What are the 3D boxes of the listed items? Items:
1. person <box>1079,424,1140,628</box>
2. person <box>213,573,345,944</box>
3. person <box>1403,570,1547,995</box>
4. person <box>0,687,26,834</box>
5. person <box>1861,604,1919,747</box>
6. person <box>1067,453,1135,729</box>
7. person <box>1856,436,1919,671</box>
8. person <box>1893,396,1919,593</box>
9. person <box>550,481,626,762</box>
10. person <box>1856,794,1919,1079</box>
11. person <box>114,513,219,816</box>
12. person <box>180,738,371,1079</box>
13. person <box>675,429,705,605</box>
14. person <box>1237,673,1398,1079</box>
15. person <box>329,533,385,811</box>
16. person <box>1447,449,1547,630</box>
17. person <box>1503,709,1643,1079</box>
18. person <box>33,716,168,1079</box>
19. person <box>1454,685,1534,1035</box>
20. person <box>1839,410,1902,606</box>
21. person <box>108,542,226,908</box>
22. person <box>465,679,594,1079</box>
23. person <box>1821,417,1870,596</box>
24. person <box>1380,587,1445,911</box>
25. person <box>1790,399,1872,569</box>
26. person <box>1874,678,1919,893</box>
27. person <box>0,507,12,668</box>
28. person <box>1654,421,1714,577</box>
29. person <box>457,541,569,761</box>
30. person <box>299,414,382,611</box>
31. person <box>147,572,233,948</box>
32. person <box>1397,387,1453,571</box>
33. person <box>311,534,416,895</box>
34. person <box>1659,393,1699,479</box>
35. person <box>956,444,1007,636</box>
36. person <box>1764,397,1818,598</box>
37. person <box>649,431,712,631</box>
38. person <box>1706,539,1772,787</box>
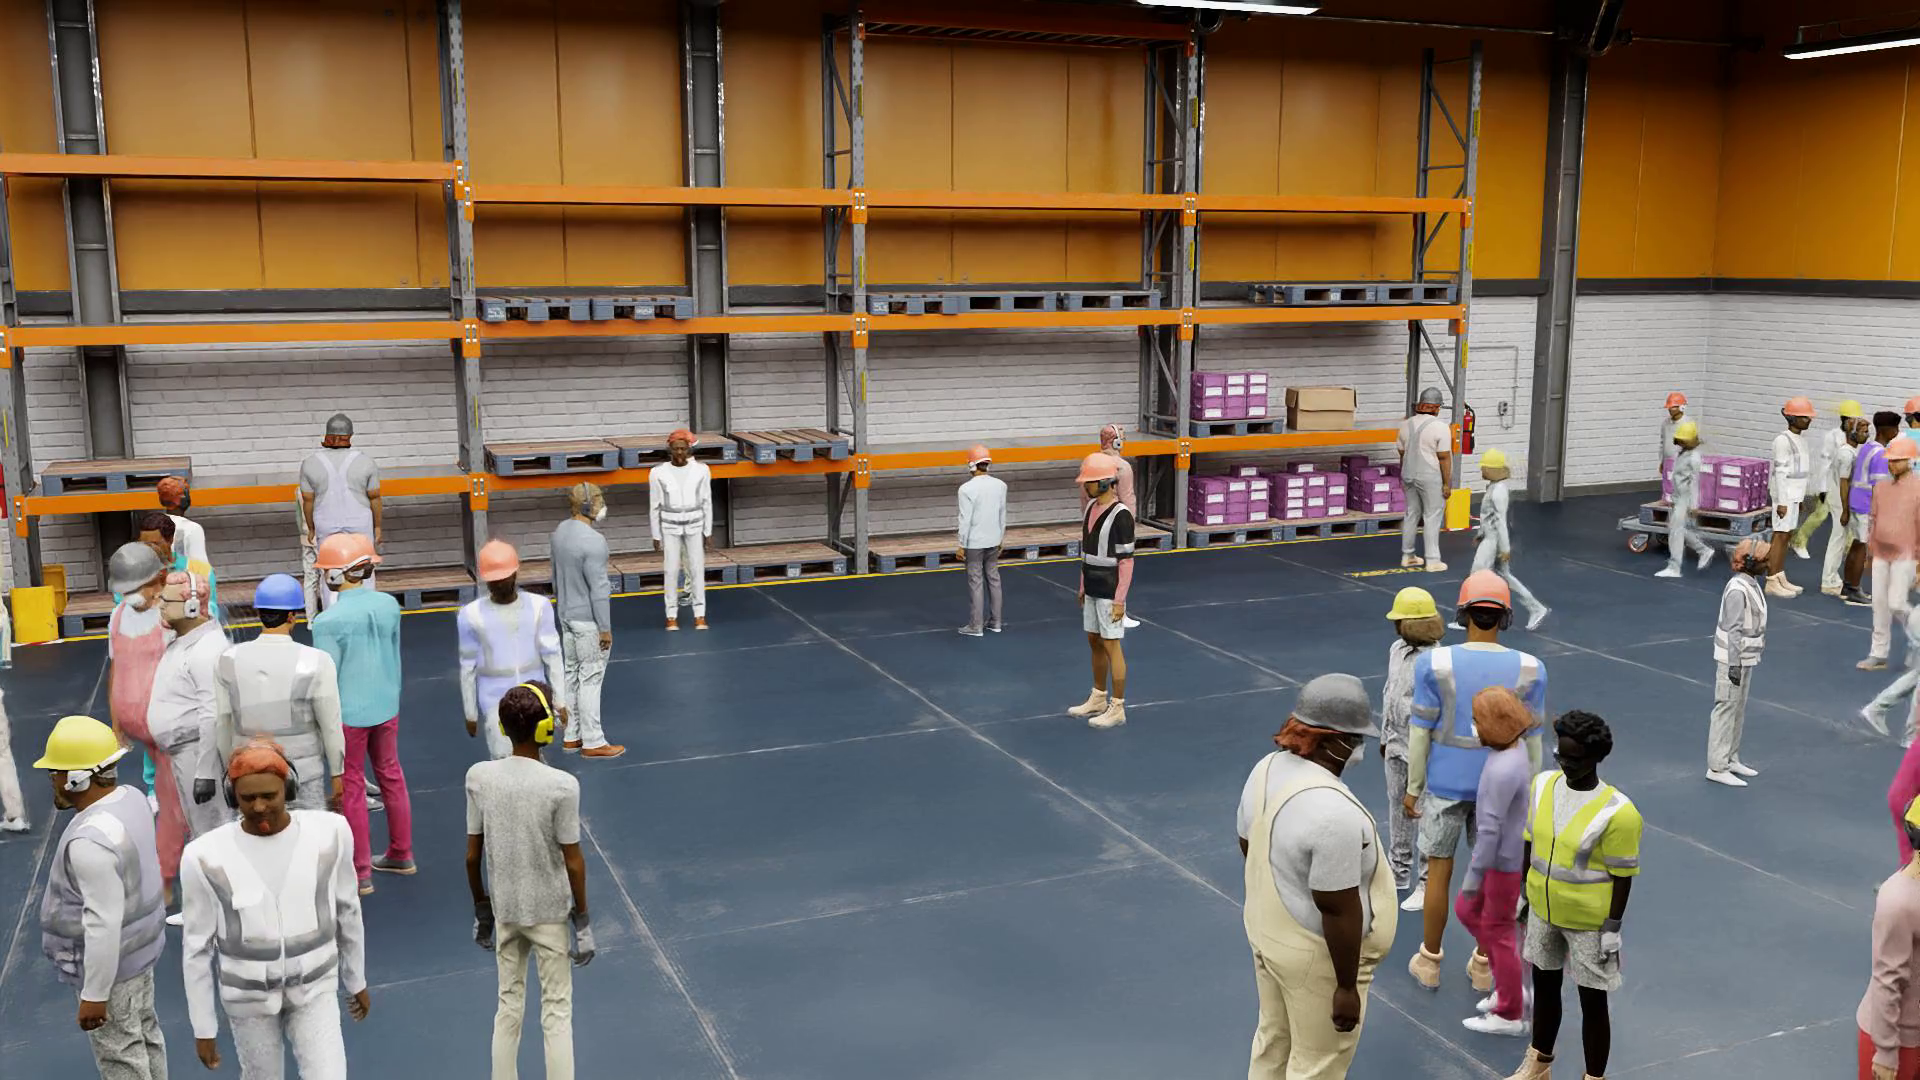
[{"bbox_3d":[1.416,-0.132,15.558,0.408,1.909,0.638,-8,13,-40],"label":"person"},{"bbox_3d":[-3.349,1.128,8.236,0.618,1.936,0.426,0,10,-2],"label":"person"},{"bbox_3d":[2.417,1.146,7.864,0.614,2.028,0.408,1,10,4],"label":"person"},{"bbox_3d":[-6.033,0.983,10.041,0.867,1.594,0.518,5,11,26],"label":"person"},{"bbox_3d":[6.784,0.635,11.682,0.547,1.714,0.507,3,10,17],"label":"person"},{"bbox_3d":[1.035,0.370,12.291,0.378,2.035,0.615,-4,11,-23],"label":"person"},{"bbox_3d":[7.819,0.123,13.863,0.480,1.984,0.641,-3,10,-17],"label":"person"},{"bbox_3d":[9.782,-0.462,17.109,0.612,2.035,0.408,1,10,7],"label":"person"},{"bbox_3d":[-2.595,0.557,11.505,0.350,1.935,0.635,-8,13,-39],"label":"person"},{"bbox_3d":[3.228,1.666,5.615,0.528,1.764,0.330,-8,13,-39],"label":"person"},{"bbox_3d":[-4.919,0.768,10.363,0.597,1.908,0.369,-3,10,-16],"label":"person"},{"bbox_3d":[-2.309,1.607,5.686,0.595,1.851,0.877,-5,11,-27],"label":"person"},{"bbox_3d":[-2.729,-0.232,16.573,0.332,1.749,0.573,-4,11,-23],"label":"person"},{"bbox_3d":[1.310,1.458,6.013,0.536,2.000,0.688,-3,10,-15],"label":"person"},{"bbox_3d":[-3.784,0.822,10.501,0.342,1.749,0.569,-2,10,-14],"label":"person"},{"bbox_3d":[4.995,0.006,15.317,0.810,1.712,0.478,4,11,22],"label":"person"},{"bbox_3d":[2.470,1.507,6.724,0.318,1.696,0.533,-6,11,-31],"label":"person"},{"bbox_3d":[-3.156,1.538,6.151,0.403,1.830,0.599,-2,10,-14],"label":"person"},{"bbox_3d":[2.383,1.427,7.395,0.363,1.615,0.507,3,10,19],"label":"person"},{"bbox_3d":[9.076,-0.322,16.554,0.408,1.952,0.615,3,10,16],"label":"person"},{"bbox_3d":[-4.326,0.949,8.946,0.707,2.000,0.916,5,11,26],"label":"person"},{"bbox_3d":[-1.664,1.463,6.475,0.518,1.870,0.323,3,10,17],"label":"person"},{"bbox_3d":[9.040,-0.342,16.992,0.340,1.839,0.501,5,11,27],"label":"person"},{"bbox_3d":[2.413,1.106,8.910,0.303,1.738,0.493,-4,11,-23],"label":"person"},{"bbox_3d":[9.840,-0.658,18.702,0.592,1.881,0.996,-4,11,-21],"label":"person"},{"bbox_3d":[5.209,1.110,8.857,0.594,1.748,0.560,-2,10,-11],"label":"person"},{"bbox_3d":[-8.154,0.259,13.775,0.345,1.741,0.562,0,10,3],"label":"person"},{"bbox_3d":[7.819,-0.433,17.821,0.532,1.714,0.516,1,10,6],"label":"person"},{"bbox_3d":[-2.544,0.933,9.495,0.548,1.881,0.972,-6,11,-30],"label":"person"},{"bbox_3d":[-5.649,-0.149,15.271,0.688,2.000,0.536,-2,10,-13],"label":"person"},{"bbox_3d":[-3.889,1.099,8.456,0.410,1.913,0.643,-7,12,-35],"label":"person"},{"bbox_3d":[5.180,-0.688,18.380,0.535,2.000,0.680,-6,11,-31],"label":"person"},{"bbox_3d":[-3.313,0.945,9.140,0.405,1.986,0.621,5,11,26],"label":"person"},{"bbox_3d":[9.014,-0.988,20.969,0.365,1.740,0.560,-4,10,-20],"label":"person"},{"bbox_3d":[0.173,-0.004,15.261,0.573,1.748,0.342,-9,13,-42],"label":"person"},{"bbox_3d":[8.461,-0.439,16.937,0.373,2.044,0.606,8,13,40],"label":"person"},{"bbox_3d":[-2.574,-0.079,15.377,0.570,1.875,0.376,-3,10,-16],"label":"person"},{"bbox_3d":[5.143,0.800,10.989,0.312,1.634,0.514,7,12,35],"label":"person"}]
